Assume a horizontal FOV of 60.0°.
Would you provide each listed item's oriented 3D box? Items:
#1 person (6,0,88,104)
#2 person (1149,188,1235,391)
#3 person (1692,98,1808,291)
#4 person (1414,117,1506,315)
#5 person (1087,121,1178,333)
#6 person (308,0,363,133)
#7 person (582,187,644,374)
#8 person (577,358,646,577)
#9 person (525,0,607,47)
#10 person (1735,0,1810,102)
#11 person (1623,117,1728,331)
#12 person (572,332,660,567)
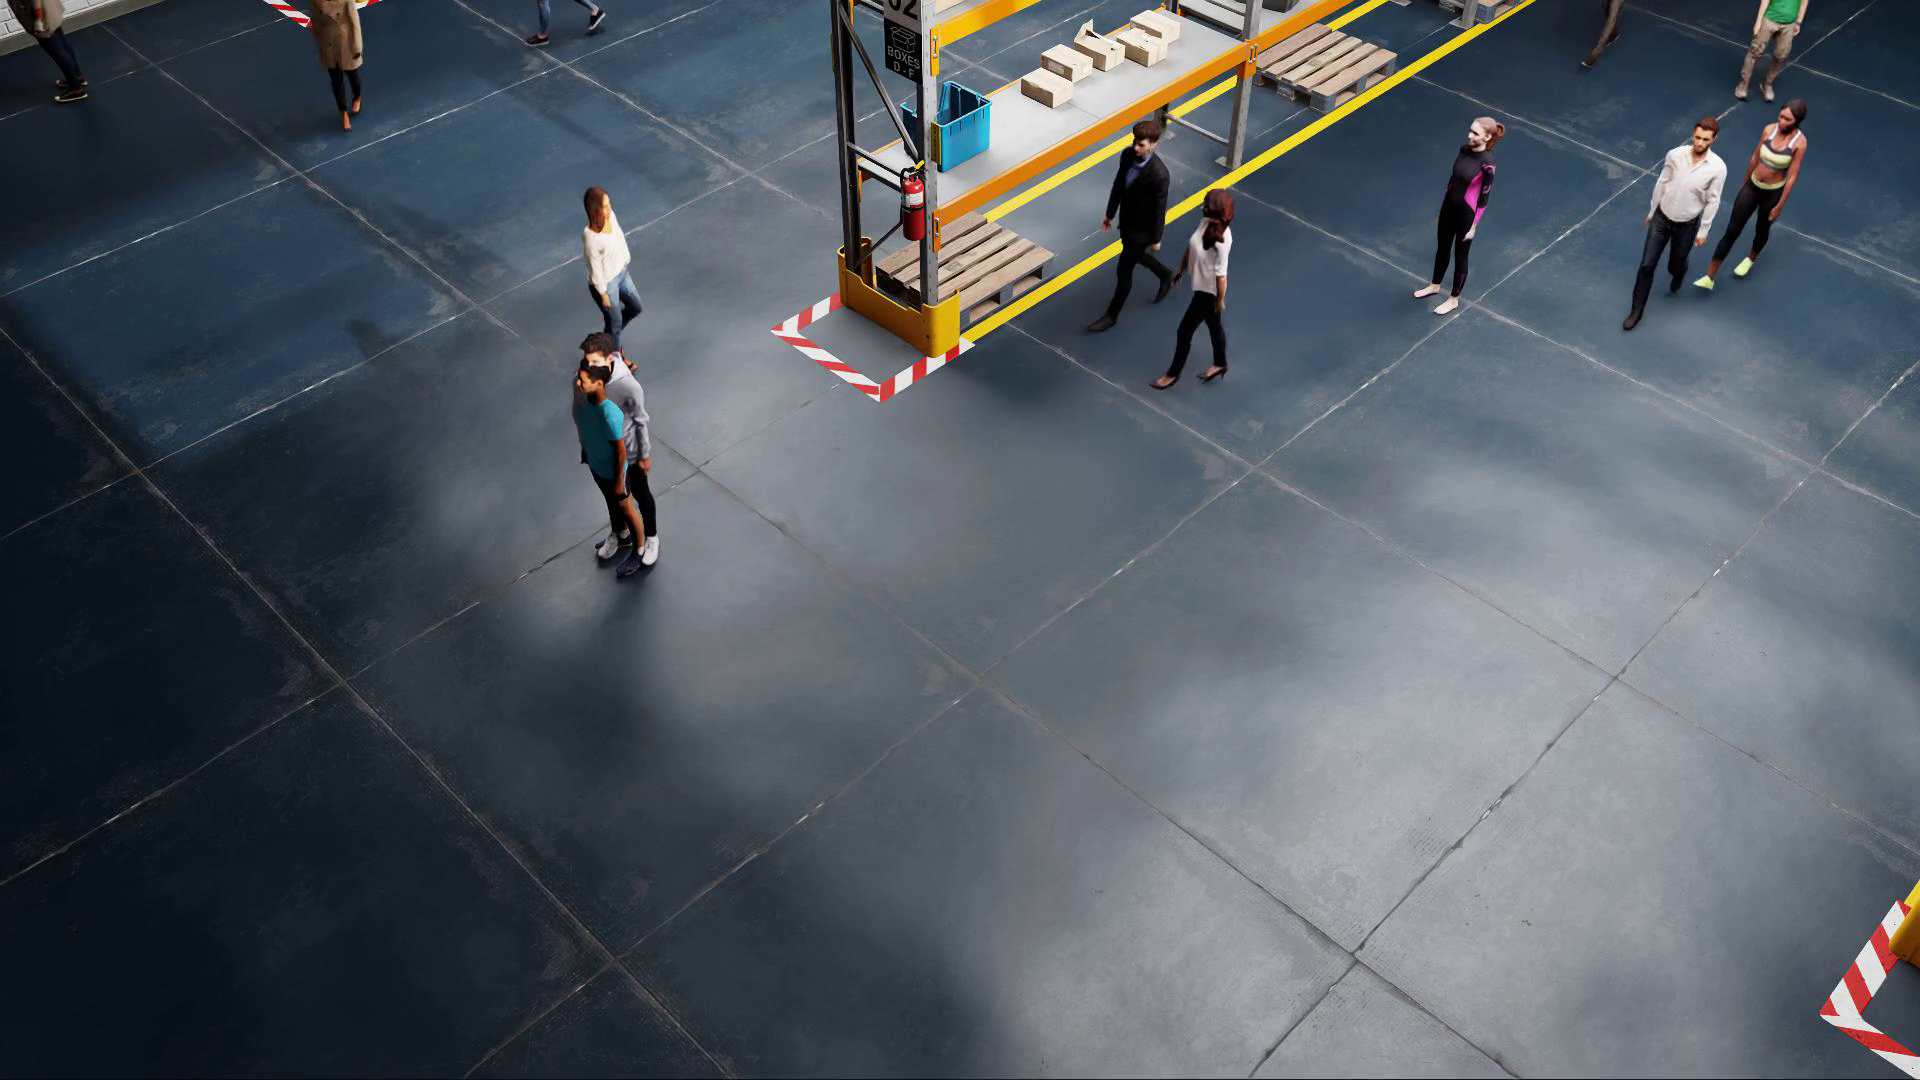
[{"bbox_3d":[-8.911,-5.190,16.097,0.822,1.887,0.806,-13,45,-14],"label":"person"},{"bbox_3d":[1.989,-1.921,12.750,1.009,1.772,0.919,-3,44,-4],"label":"person"},{"bbox_3d":[6.722,-2.886,13.808,1.095,1.709,0.623,-31,52,-29],"label":"person"},{"bbox_3d":[4.083,-2.660,13.540,0.648,1.752,0.621,-21,47,-20],"label":"person"},{"bbox_3d":[1.477,-2.562,13.360,1.258,1.857,0.927,-21,47,-20],"label":"person"},{"bbox_3d":[-5.900,-4.748,15.817,0.912,1.634,0.970,5,44,5],"label":"person"},{"bbox_3d":[-2.801,-2.036,12.943,0.816,1.671,0.723,12,45,12],"label":"person"},{"bbox_3d":[-2.369,-0.528,11.285,0.579,1.776,0.650,-25,49,-24],"label":"person"},{"bbox_3d":[-4.107,-5.890,17.004,1.205,1.651,0.923,-15,46,-15],"label":"person"},{"bbox_3d":[7.926,-5.042,16.126,0.736,1.634,0.791,6,44,6],"label":"person"},{"bbox_3d":[5.801,-2.595,13.399,0.751,1.852,1.063,29,51,27],"label":"person"},{"bbox_3d":[-2.322,-0.639,11.290,0.765,1.929,0.762,10,45,10],"label":"person"}]
